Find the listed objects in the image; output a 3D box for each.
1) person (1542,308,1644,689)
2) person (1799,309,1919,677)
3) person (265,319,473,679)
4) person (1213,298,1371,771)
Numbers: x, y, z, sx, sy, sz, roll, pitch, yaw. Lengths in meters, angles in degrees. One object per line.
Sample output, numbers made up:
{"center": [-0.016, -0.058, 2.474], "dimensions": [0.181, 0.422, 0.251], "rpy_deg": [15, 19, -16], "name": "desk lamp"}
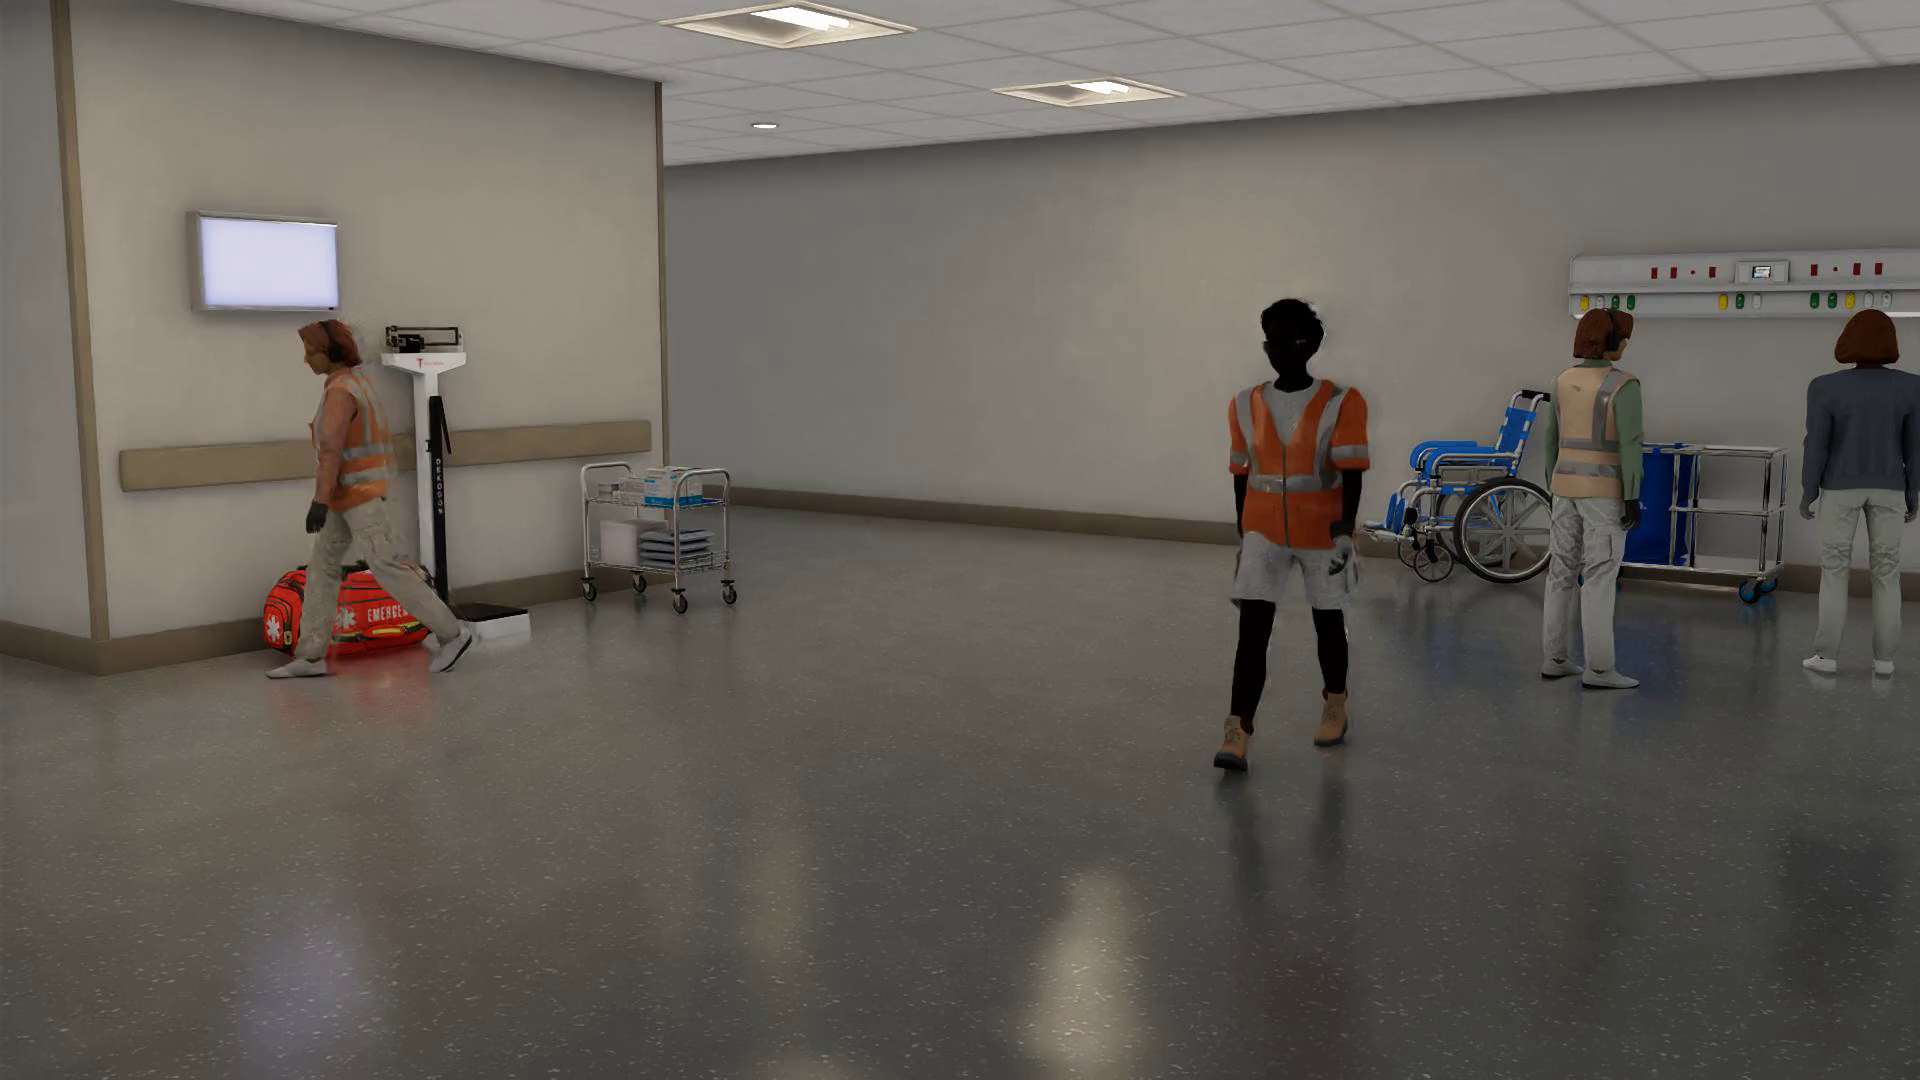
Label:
{"center": [2.739, -0.181, 7.207], "dimensions": [0.311, 1.638, 0.521], "rpy_deg": [-3, 8, -22], "name": "person"}
{"center": [4.004, -0.203, 7.395], "dimensions": [0.500, 1.636, 0.280], "rpy_deg": [2, 7, 13], "name": "person"}
{"center": [-2.621, -0.181, 7.370], "dimensions": [0.847, 1.598, 0.518], "rpy_deg": [-3, 8, -21], "name": "person"}
{"center": [1.192, -0.025, 5.909], "dimensions": [0.535, 1.647, 0.908], "rpy_deg": [3, 8, 26], "name": "person"}
